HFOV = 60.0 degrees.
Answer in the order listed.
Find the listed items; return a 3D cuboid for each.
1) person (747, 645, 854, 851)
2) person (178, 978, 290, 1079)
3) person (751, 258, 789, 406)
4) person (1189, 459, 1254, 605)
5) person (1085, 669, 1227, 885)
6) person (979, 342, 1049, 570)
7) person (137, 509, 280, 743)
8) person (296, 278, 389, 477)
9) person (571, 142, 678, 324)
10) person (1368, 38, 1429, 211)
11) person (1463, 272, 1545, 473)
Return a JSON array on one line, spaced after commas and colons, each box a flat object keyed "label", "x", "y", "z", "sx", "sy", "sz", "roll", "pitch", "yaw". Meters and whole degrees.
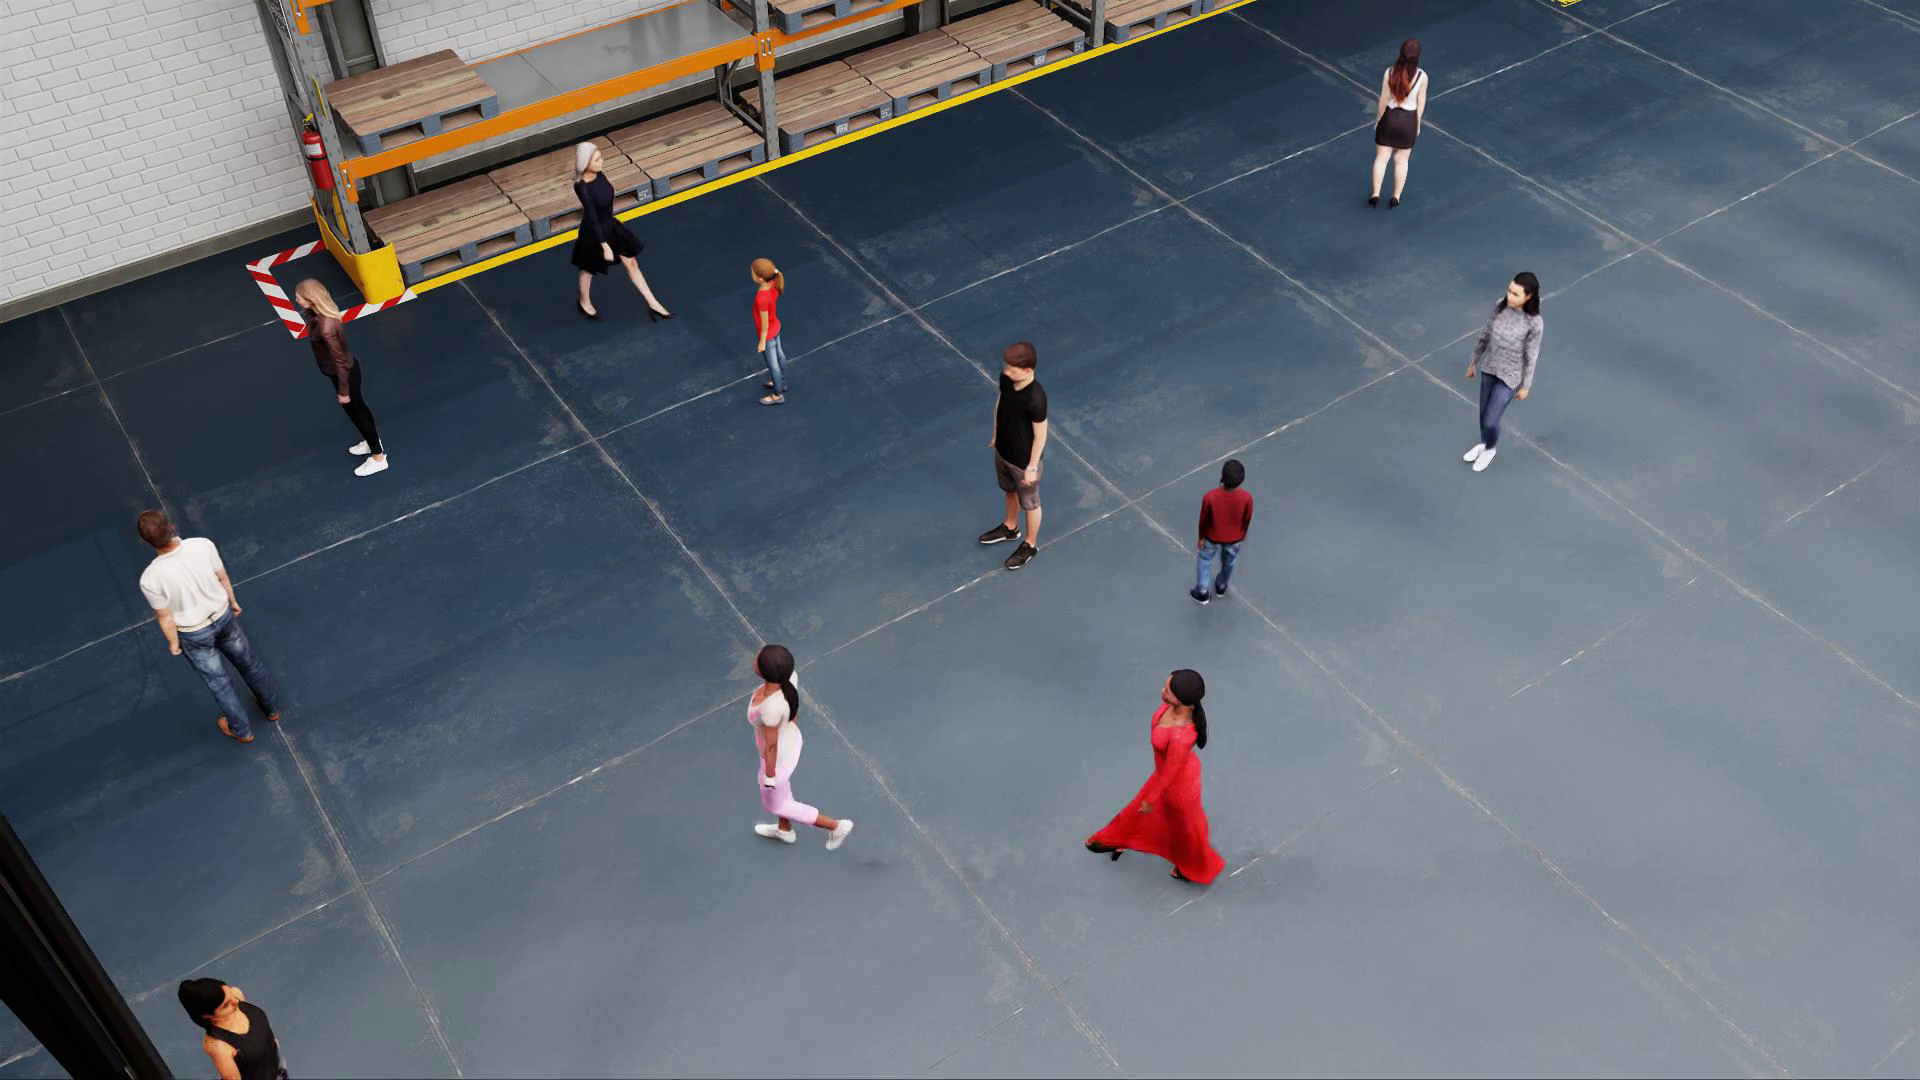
[{"label": "person", "x": -0.967, "y": 1.256, "z": 9.671, "sx": 0.967, "sy": 1.726, "sz": 0.903, "roll": 7, "pitch": 44, "yaw": 7}, {"label": "person", "x": -3.585, "y": 2.648, "z": 8.268, "sx": 0.975, "sy": 1.648, "sz": 0.785, "roll": -9, "pitch": 44, "yaw": -9}, {"label": "person", "x": -1.487, "y": -1.639, "z": 13.012, "sx": 0.635, "sy": 1.310, "sz": 0.577, "roll": 6, "pitch": 44, "yaw": 6}, {"label": "person", "x": 1.804, "y": -0.031, "z": 11.366, "sx": 0.643, "sy": 1.252, "sz": 0.702, "roll": 2, "pitch": 44, "yaw": 2}, {"label": "person", "x": 1.325, "y": 1.397, "z": 9.506, "sx": 1.157, "sy": 1.750, "sz": 1.017, "roll": 0, "pitch": 44, "yaw": 0}, {"label": "person", "x": 0.423, "y": -0.624, "z": 11.548, "sx": 0.573, "sy": 1.859, "sz": 0.665, "roll": -24, "pitch": 49, "yaw": -23}, {"label": "person", "x": -4.685, "y": 0.536, "z": 10.337, "sx": 0.783, "sy": 1.851, "sz": 0.614, "roll": 27, "pitch": 50, "yaw": 25}, {"label": "person", "x": -4.550, "y": -1.220, "z": 12.288, "sx": 0.586, "sy": 1.703, "sz": 0.655, "roll": -14, "pitch": 45, "yaw": -15}, {"label": "person", "x": -3.019, "y": -2.471, "z": 13.597, "sx": 1.149, "sy": 1.707, "sz": 1.112, "roll": 8, "pitch": 44, "yaw": 8}, {"label": "person", "x": 3.932, "y": -3.731, "z": 14.963, "sx": 0.631, "sy": 1.648, "sz": 0.683, "roll": 9, "pitch": 44, "yaw": 10}, {"label": "person", "x": 4.083, "y": -1.269, "z": 12.329, "sx": 0.587, "sy": 1.717, "sz": 0.629, "roll": -25, "pitch": 49, "yaw": -24}]
